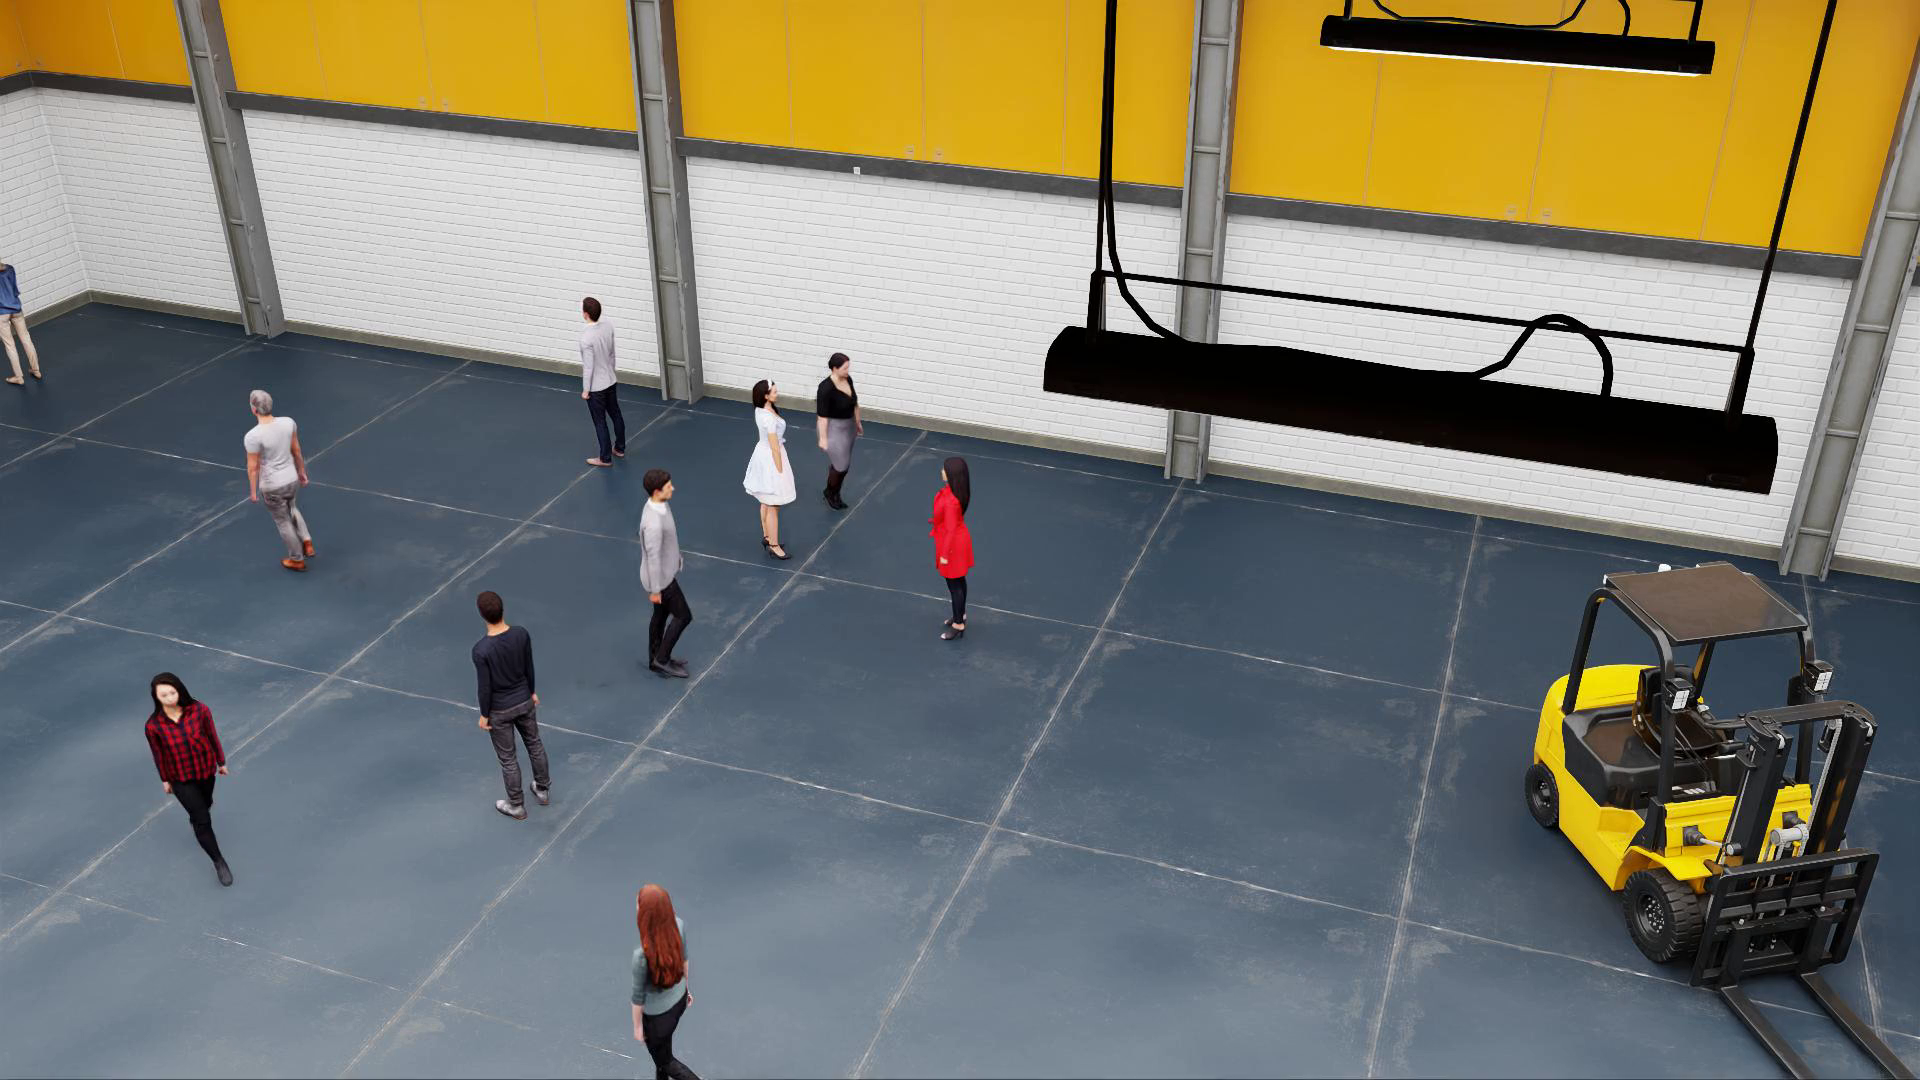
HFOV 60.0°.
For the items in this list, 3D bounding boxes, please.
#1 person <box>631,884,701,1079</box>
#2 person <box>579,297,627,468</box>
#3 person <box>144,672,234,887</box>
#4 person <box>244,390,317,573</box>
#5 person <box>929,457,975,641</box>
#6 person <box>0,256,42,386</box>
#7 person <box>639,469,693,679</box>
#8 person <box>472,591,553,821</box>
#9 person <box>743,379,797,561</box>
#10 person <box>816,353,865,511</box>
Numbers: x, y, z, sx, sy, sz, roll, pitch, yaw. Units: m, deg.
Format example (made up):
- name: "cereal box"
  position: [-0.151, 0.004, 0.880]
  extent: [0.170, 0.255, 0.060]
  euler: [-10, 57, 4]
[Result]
- name: "person"
  position: [-1.651, 2.745, 9.576]
  extent: [1.068, 1.722, 0.714]
  euler: [16, 33, 27]
- name: "person"
  position: [-3.795, -1.681, 17.554]
  extent: [0.600, 1.853, 0.697]
  euler: [13, 31, 22]
- name: "person"
  position: [-5.452, 1.613, 11.756]
  extent: [0.925, 1.622, 1.121]
  euler: [-22, 36, -35]
- name: "person"
  position: [-6.261, -0.509, 15.442]
  extent: [0.641, 1.817, 0.711]
  euler: [14, 32, 24]
- name: "person"
  position: [-0.050, 0.065, 14.463]
  extent: [0.652, 1.747, 0.650]
  euler: [5, 29, 10]
- name: "person"
  position: [-11.189, -2.668, 19.524]
  extent: [0.602, 1.697, 0.641]
  euler: [14, 32, 24]
- name: "person"
  position: [-2.582, 0.292, 13.878]
  extent: [0.855, 1.908, 0.857]
  euler: [-6, 29, -10]
- name: "person"
  position: [-3.306, 1.212, 12.233]
  extent: [0.687, 1.868, 0.710]
  euler: [25, 37, 37]
- name: "person"
  position: [-1.792, -0.675, 15.745]
  extent: [0.912, 1.818, 0.857]
  euler: [-10, 30, -17]
- name: "person"
  position: [-1.307, -1.072, 16.555]
  extent: [0.655, 1.740, 0.727]
  euler: [12, 31, 21]
